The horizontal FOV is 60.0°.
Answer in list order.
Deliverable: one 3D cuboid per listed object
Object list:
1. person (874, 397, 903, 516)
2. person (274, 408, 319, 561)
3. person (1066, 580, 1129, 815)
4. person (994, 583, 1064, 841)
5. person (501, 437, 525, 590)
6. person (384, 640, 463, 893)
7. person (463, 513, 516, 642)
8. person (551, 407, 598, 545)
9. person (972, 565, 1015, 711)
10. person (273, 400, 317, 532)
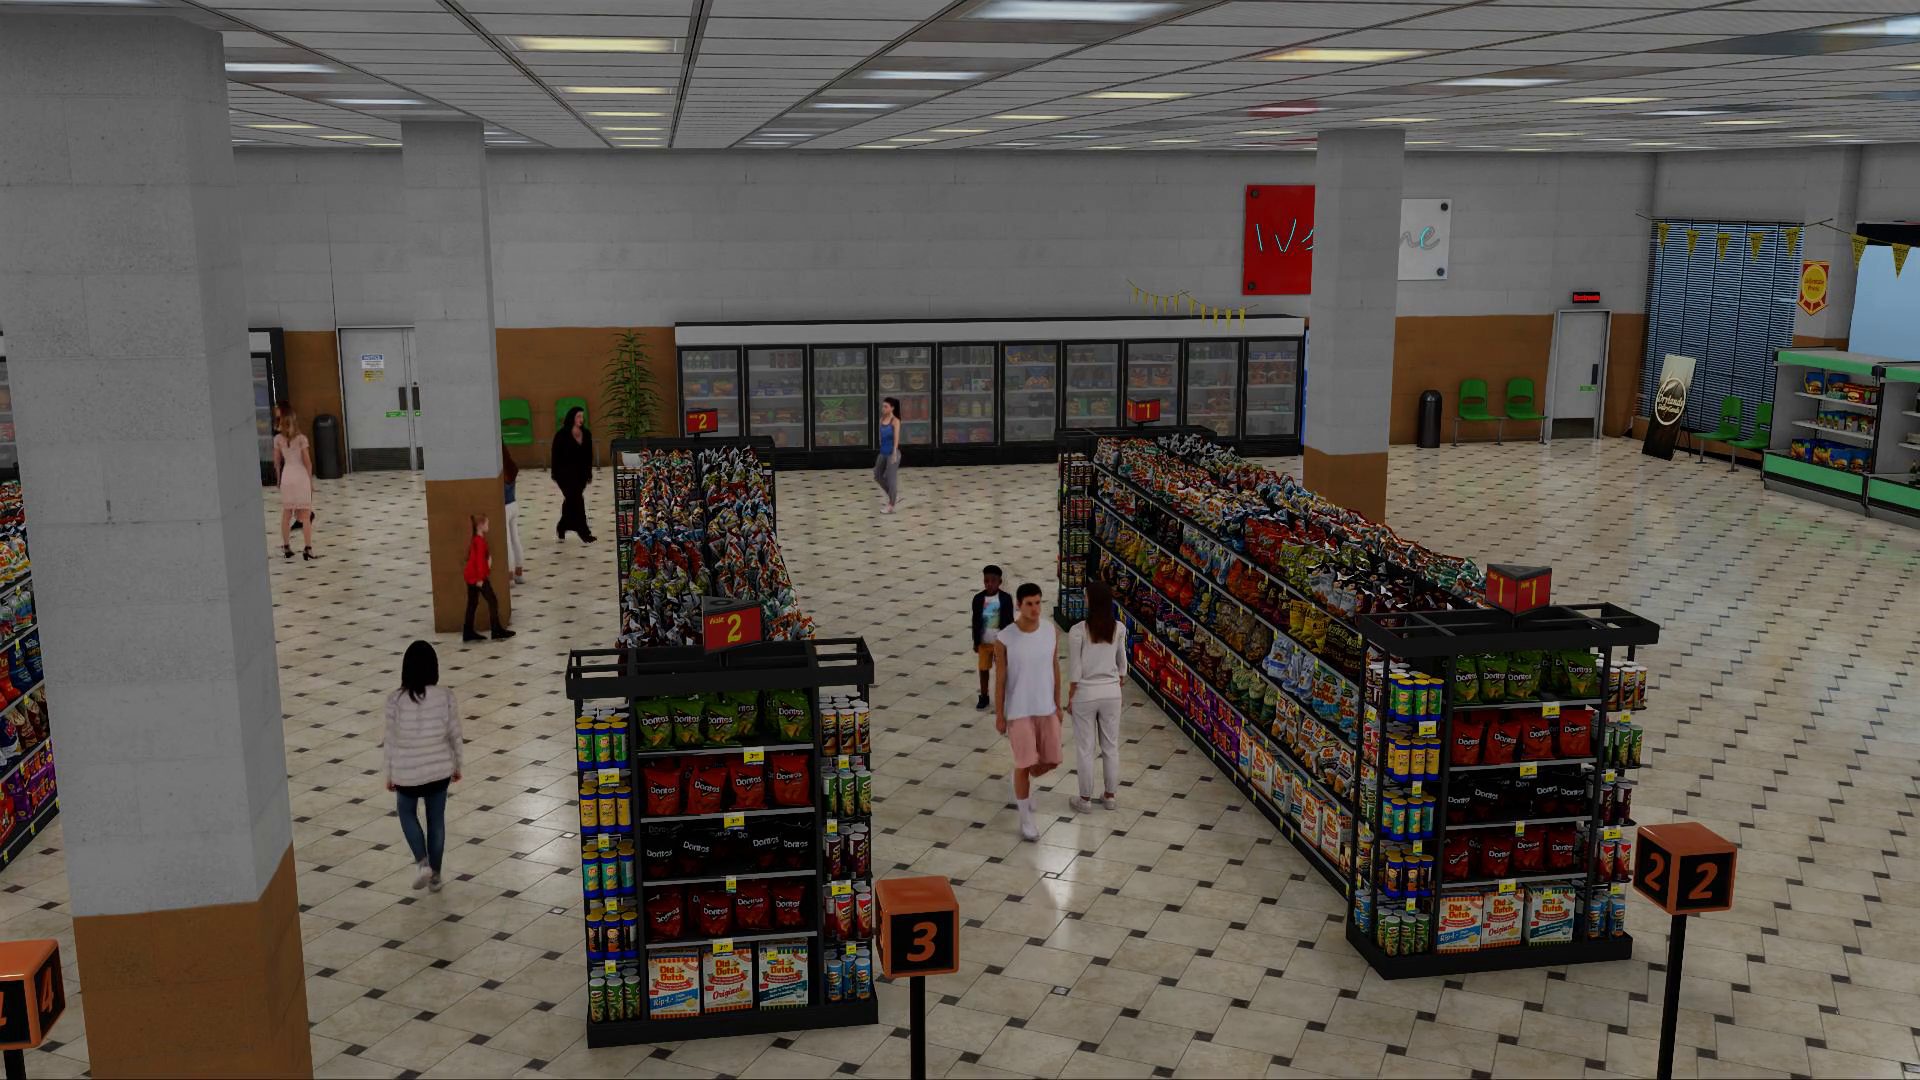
[{"bbox_3d":[-0.920,-1.160,22.781,0.761,1.603,0.684,-9,15,-37],"label":"person"},{"bbox_3d":[-7.988,-0.670,19.918,0.652,1.825,0.632,1,12,6],"label":"person"},{"bbox_3d":[0.970,1.105,11.819,0.633,1.688,0.576,-4,13,-18],"label":"person"},{"bbox_3d":[0.459,1.139,11.455,0.749,1.772,0.893,-5,13,-21],"label":"person"},{"bbox_3d":[-5.056,-0.315,18.533,0.742,1.700,0.604,3,12,16],"label":"person"},{"bbox_3d":[-3.339,1.445,10.352,0.717,1.626,0.774,-5,13,-24],"label":"person"},{"bbox_3d":[-4.782,0.383,16.286,0.718,1.261,0.732,-6,14,-28],"label":"person"},{"bbox_3d":[-4.911,-0.781,20.744,1.137,1.701,1.054,12,17,44],"label":"person"},{"bbox_3d":[0.283,0.823,14.178,0.567,1.268,0.591,1,12,5],"label":"person"},{"bbox_3d":[-8.624,-0.977,21.630,0.766,1.720,0.822,8,14,32],"label":"person"}]
